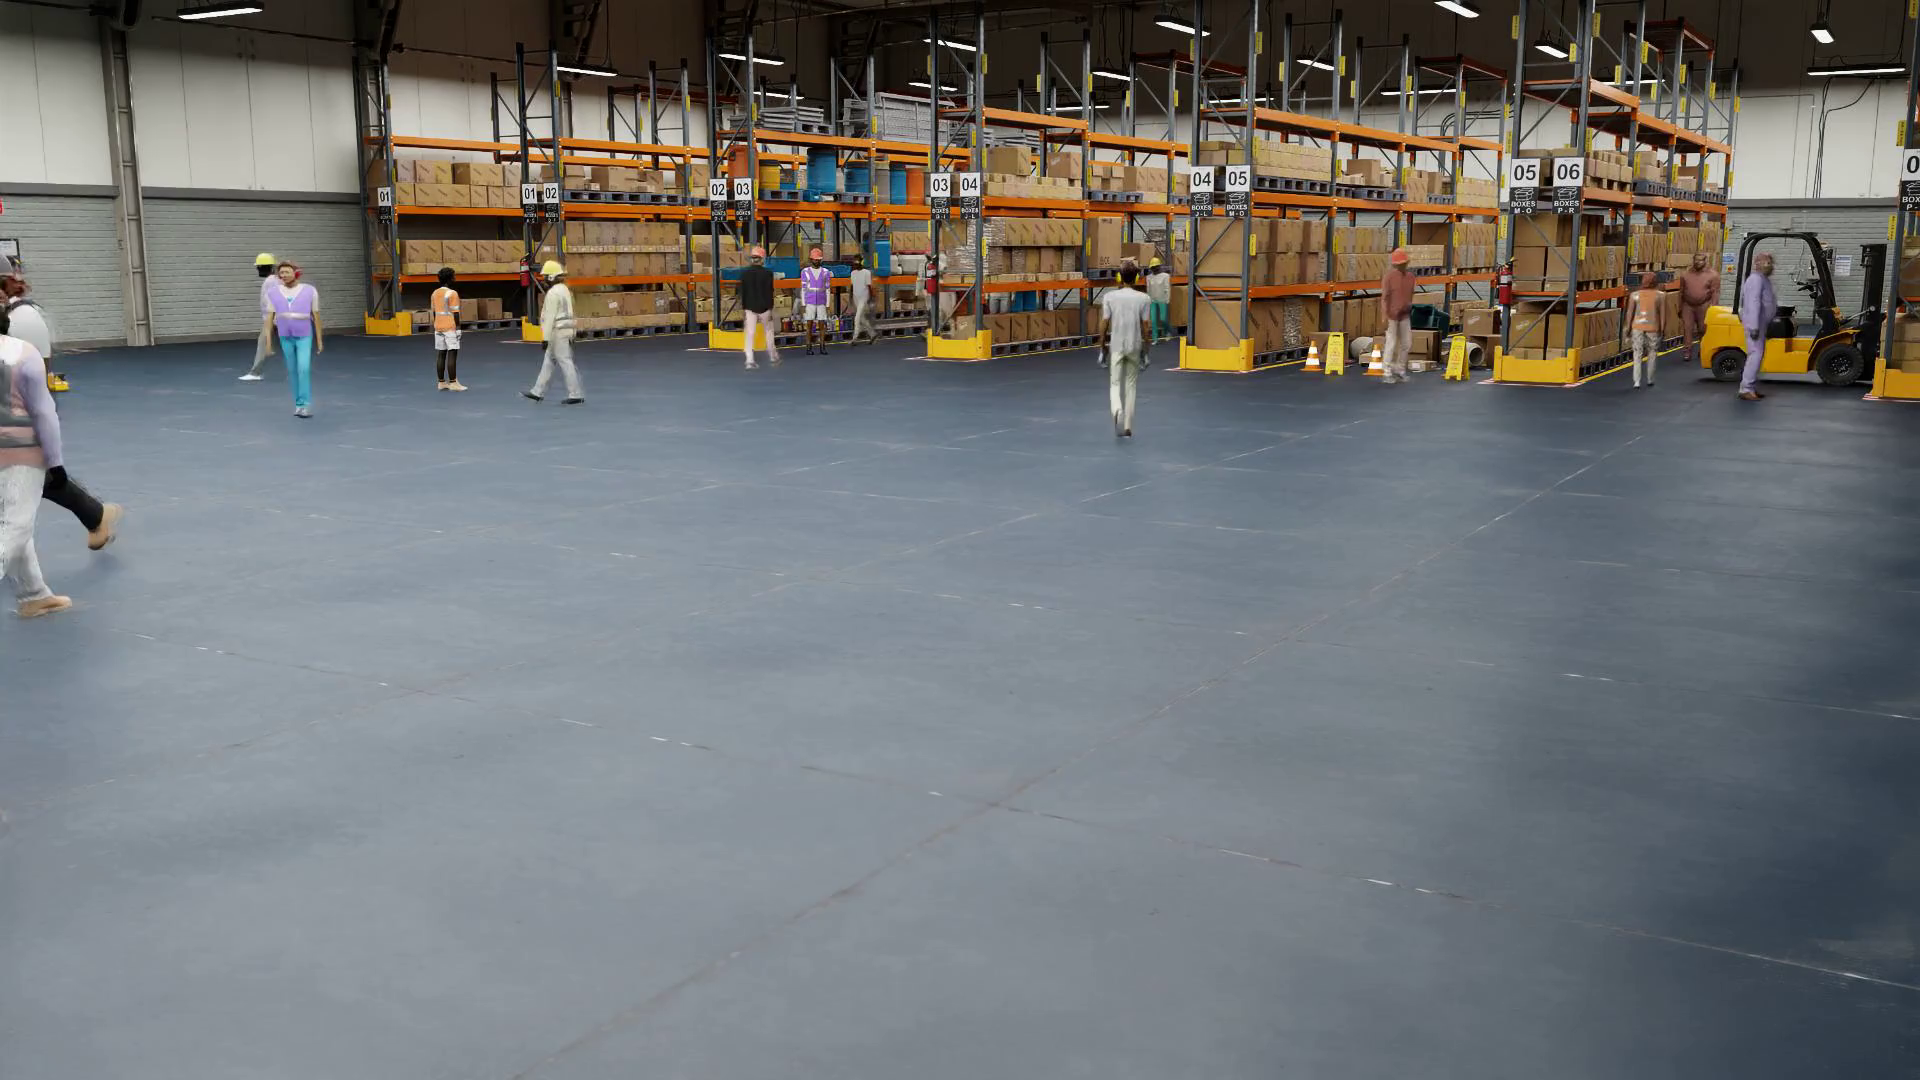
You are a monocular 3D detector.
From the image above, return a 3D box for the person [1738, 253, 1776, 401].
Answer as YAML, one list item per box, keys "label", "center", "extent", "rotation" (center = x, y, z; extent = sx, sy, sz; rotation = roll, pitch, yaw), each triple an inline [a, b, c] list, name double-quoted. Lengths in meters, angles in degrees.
- label: "person"
  center: [10.317, -2.747, 21.518]
  extent: [0.405, 1.891, 0.701]
  rotation: [6, 12, 32]

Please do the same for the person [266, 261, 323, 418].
- label: "person"
  center: [-7.754, -2.319, 19.312]
  extent: [0.588, 1.810, 0.826]
  rotation: [-1, 10, -5]

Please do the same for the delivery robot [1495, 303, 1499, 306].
- label: "delivery robot"
  center: [13.216, -5.592, 40.908]
  extent: [0.477, 0.478, 0.707]
  rotation: [-1, 10, -8]

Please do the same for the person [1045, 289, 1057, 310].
- label: "person"
  center: [2.083, -5.926, 39.359]
  extent: [0.519, 1.873, 0.328]
  rotation: [8, 13, 37]

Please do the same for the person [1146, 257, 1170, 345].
- label: "person"
  center: [3.959, -4.761, 33.175]
  extent: [0.535, 1.742, 0.489]
  rotation: [5, 11, 27]

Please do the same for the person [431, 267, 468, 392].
- label: "person"
  center: [-7.004, -2.876, 22.763]
  extent: [0.540, 1.695, 0.317]
  rotation: [8, 13, 38]

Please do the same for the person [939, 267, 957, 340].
- label: "person"
  center: [-0.265, -4.349, 31.306]
  extent: [0.514, 1.583, 0.854]
  rotation: [6, 12, 28]

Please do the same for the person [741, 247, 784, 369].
- label: "person"
  center: [-3.233, -3.761, 26.988]
  extent: [0.637, 1.946, 1.027]
  rotation: [4, 11, 21]

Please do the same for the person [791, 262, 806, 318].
- label: "person"
  center: [-3.381, -5.114, 35.488]
  extent: [0.534, 1.617, 0.375]
  rotation: [6, 12, 32]

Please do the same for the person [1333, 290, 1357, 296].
- label: "person"
  center: [8.395, -5.259, 36.307]
  extent: [0.513, 1.630, 0.318]
  rotation: [3, 10, 15]

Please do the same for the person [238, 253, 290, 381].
- label: "person"
  center: [-10.209, -3.304, 24.665]
  extent: [0.965, 1.879, 0.603]
  rotation: [-3, 11, -15]

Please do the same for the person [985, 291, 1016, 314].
- label: "person"
  center: [0.802, -4.812, 32.962]
  extent: [0.634, 1.932, 0.364]
  rotation: [1, 10, 5]

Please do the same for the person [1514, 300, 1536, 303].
- label: "person"
  center: [12.434, -5.403, 36.395]
  extent: [0.562, 1.892, 0.984]
  rotation: [6, 12, 31]

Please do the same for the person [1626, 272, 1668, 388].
- label: "person"
  center: [9.659, -2.947, 23.395]
  extent: [0.536, 1.603, 0.812]
  rotation: [5, 11, 28]

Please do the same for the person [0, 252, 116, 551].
- label: "person"
  center: [-5.918, -0.855, 10.478]
  extent: [0.691, 2.000, 0.865]
  rotation: [7, 12, 33]

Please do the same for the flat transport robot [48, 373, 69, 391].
- label: "flat transport robot"
  center: [-12.926, -2.127, 22.562]
  extent: [1.431, 0.197, 0.652]
  rotation: [-6, 12, -30]

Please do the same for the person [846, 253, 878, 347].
- label: "person"
  center: [-1.925, -4.744, 32.871]
  extent: [0.530, 1.834, 0.952]
  rotation: [9, 13, 41]

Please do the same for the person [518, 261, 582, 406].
- label: "person"
  center: [-5.131, -2.554, 20.670]
  extent: [0.872, 1.792, 0.621]
  rotation: [0, 10, -2]

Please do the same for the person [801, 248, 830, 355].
- label: "person"
  center: [-2.615, -4.324, 30.244]
  extent: [0.541, 1.930, 0.386]
  rotation: [-2, 10, -13]

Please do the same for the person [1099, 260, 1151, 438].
- label: "person"
  center: [1.700, -1.953, 17.157]
  extent: [0.530, 1.850, 0.658]
  rotation: [1, 10, 4]

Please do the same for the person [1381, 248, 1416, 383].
- label: "person"
  center: [6.293, -3.220, 23.976]
  extent: [0.641, 1.947, 0.573]
  rotation: [-4, 11, -23]

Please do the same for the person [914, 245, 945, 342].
- label: "person"
  center: [-0.630, -5.107, 34.446]
  extent: [0.619, 1.984, 1.061]
  rotation: [6, 12, 32]

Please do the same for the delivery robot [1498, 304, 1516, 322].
- label: "delivery robot"
  center: [13.099, -5.489, 40.331]
  extent: [0.707, 0.478, 0.477]
  rotation: [-1, 10, -8]

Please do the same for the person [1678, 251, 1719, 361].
- label: "person"
  center: [12.772, -4.045, 28.796]
  extent: [0.650, 1.884, 0.787]
  rotation: [6, 12, 30]

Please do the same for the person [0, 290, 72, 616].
- label: "person"
  center: [-5.051, -0.421, 8.707]
  extent: [0.627, 1.813, 0.906]
  rotation: [2, 10, 12]

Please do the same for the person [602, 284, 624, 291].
- label: "person"
  center: [-7.827, -5.489, 37.697]
  extent: [0.518, 1.579, 0.868]
  rotation: [6, 12, 29]

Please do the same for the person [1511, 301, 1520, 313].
- label: "person"
  center: [13.680, -6.273, 41.227]
  extent: [0.697, 1.901, 0.554]
  rotation: [0, 10, 1]
